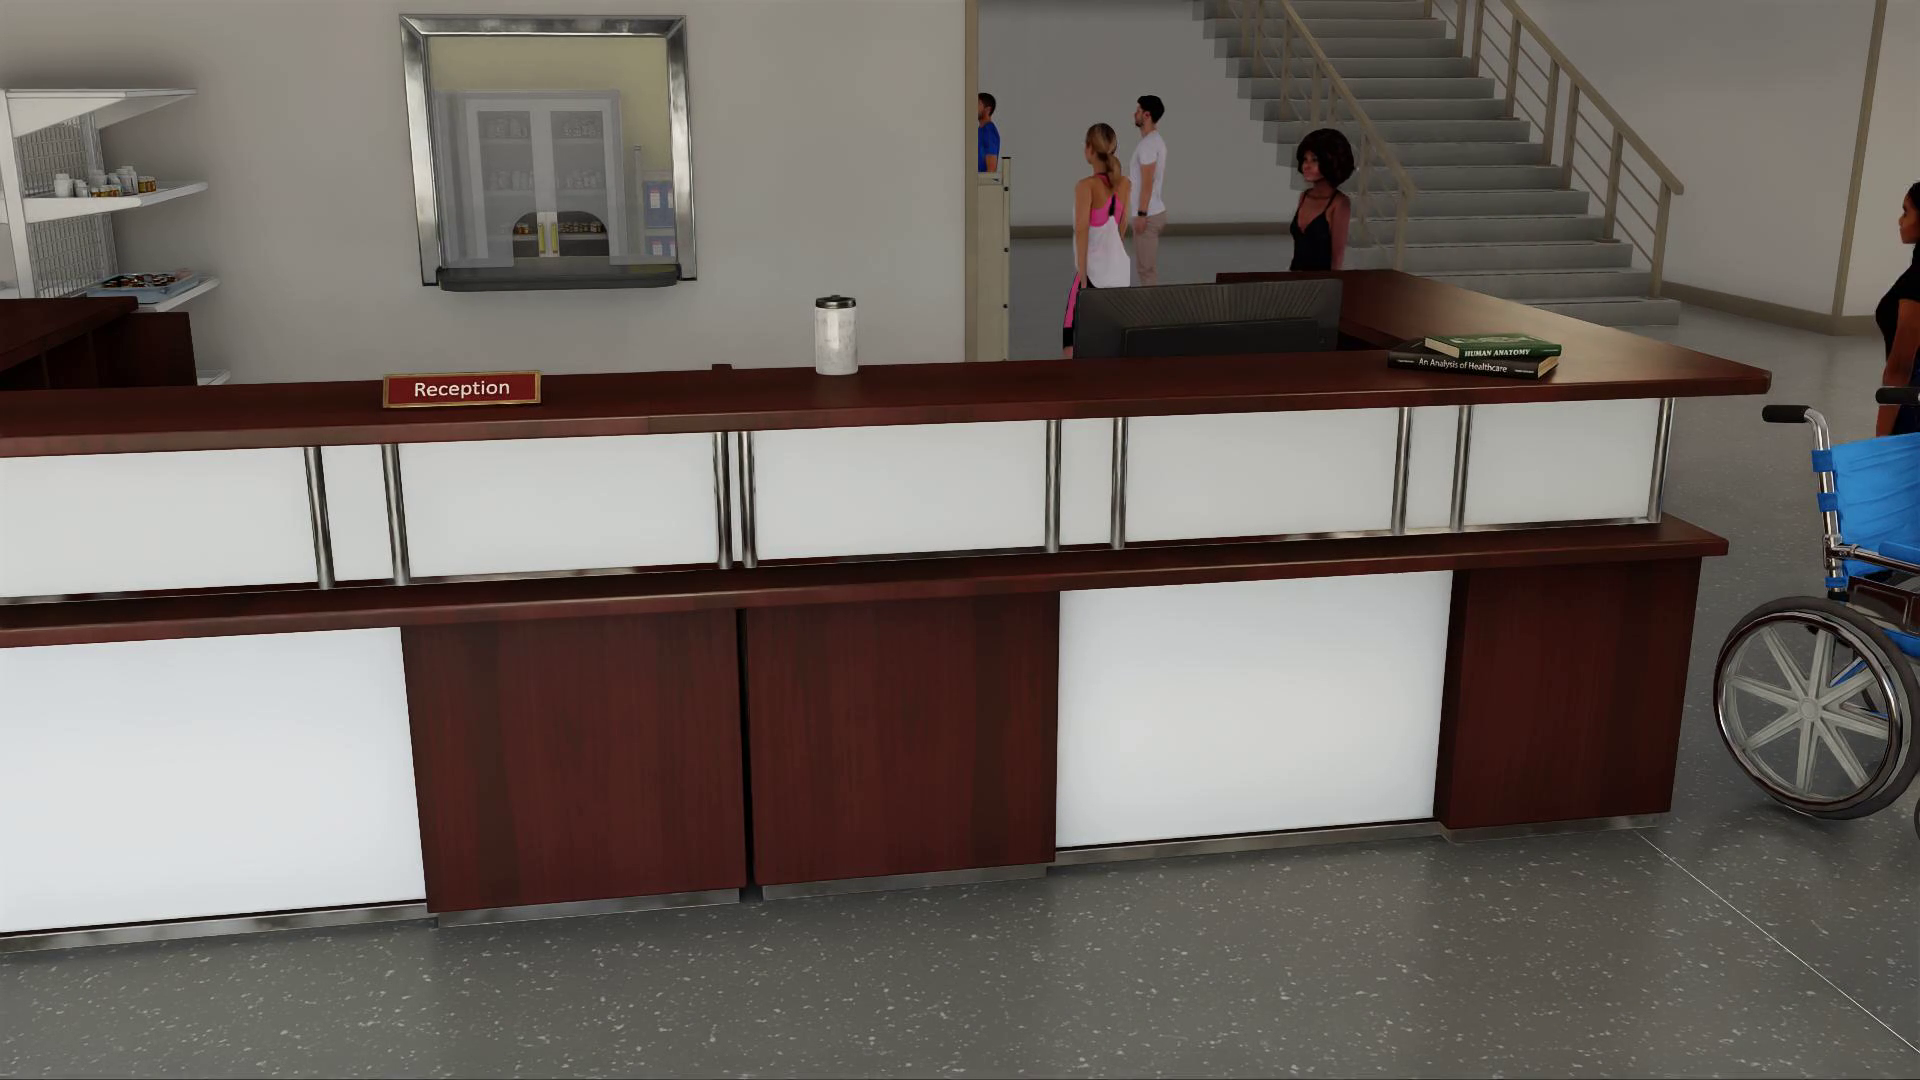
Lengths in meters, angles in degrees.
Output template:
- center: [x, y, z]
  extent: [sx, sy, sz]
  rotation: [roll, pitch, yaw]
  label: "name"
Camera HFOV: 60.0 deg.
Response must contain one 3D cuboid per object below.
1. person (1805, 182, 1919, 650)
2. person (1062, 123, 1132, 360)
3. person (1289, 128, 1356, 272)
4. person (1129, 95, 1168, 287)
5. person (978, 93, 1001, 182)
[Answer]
- center: [3.373, -0.345, 5.686]
  extent: [0.829, 1.709, 1.164]
  rotation: [-8, 18, -27]
  label: "person"
- center: [0.879, -1.471, 9.580]
  extent: [0.805, 1.764, 0.943]
  rotation: [-10, 18, -31]
  label: "person"
- center: [1.959, -1.240, 8.798]
  extent: [0.941, 1.743, 1.105]
  rotation: [-10, 19, -32]
  label: "person"
- center: [1.521, -2.631, 13.467]
  extent: [0.824, 1.887, 0.687]
  rotation: [3, 16, 12]
  label: "person"
- center: [0.246, -3.369, 16.117]
  extent: [0.691, 1.870, 0.518]
  rotation: [-4, 16, -15]
  label: "person"
